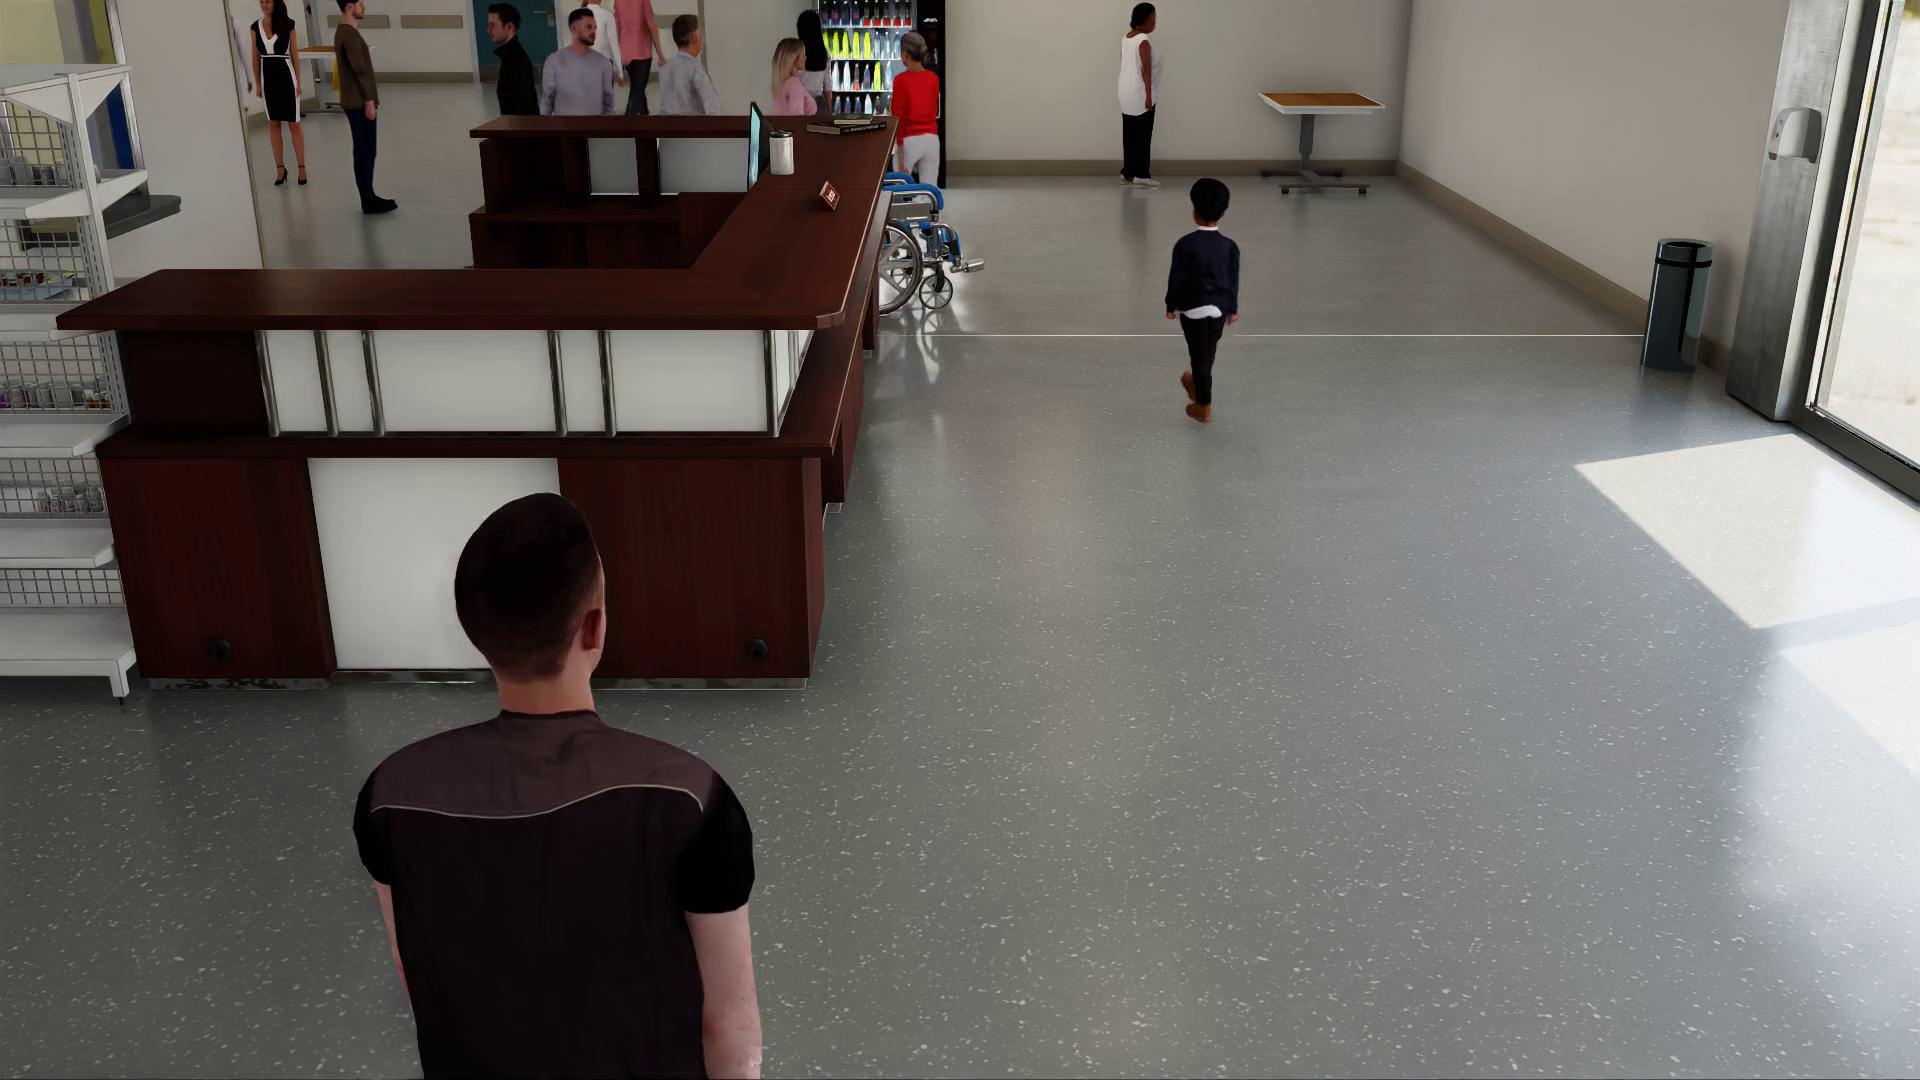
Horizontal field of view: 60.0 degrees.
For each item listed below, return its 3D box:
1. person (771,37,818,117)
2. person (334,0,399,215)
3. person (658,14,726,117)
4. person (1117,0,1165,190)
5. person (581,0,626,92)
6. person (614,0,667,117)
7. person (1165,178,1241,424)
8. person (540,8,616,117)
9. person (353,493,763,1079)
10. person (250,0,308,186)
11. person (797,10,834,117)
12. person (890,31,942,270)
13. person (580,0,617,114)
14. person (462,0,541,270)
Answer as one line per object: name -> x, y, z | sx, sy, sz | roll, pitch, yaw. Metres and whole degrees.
person -> -1.235, -2.614, 11.555 | 0.878, 1.672, 0.767 | -9, 22, -21
person -> -5.195, -3.786, 14.347 | 0.768, 1.887, 0.754 | -11, 23, -26
person -> -1.965, -2.742, 11.757 | 1.207, 1.769, 1.116 | -18, 27, -39
person -> 1.707, -4.208, 15.736 | 0.720, 1.692, 0.731 | -7, 22, -18
person -> -3.765, -4.782, 17.054 | 1.249, 1.832, 0.987 | 8, 22, 19
person -> -3.576, -5.218, 18.084 | 1.194, 1.917, 1.058 | 11, 23, 26
person -> 1.258, -1.185, 8.387 | 0.767, 1.204, 0.697 | -6, 21, -14
person -> -2.911, -3.013, 12.425 | 0.961, 1.803, 1.017 | -12, 24, -29
person -> -0.524, 0.866, 2.176 | 0.982, 1.808, 0.821 | 2, 21, 6
person -> -6.488, -4.312, 15.863 | 0.452, 1.796, 0.663 | -2, 21, -6
person -> -1.202, -3.459, 13.718 | 0.757, 1.721, 0.825 | -14, 25, -32
person -> -0.262, -2.743, 11.931 | 1.087, 1.647, 0.920 | -10, 23, -24
person -> -4.722, -6.287, 21.315 | 0.689, 1.627, 0.692 | 8, 22, 19
person -> -2.988, -2.725, 11.547 | 1.155, 1.885, 0.943 | -8, 22, -20
